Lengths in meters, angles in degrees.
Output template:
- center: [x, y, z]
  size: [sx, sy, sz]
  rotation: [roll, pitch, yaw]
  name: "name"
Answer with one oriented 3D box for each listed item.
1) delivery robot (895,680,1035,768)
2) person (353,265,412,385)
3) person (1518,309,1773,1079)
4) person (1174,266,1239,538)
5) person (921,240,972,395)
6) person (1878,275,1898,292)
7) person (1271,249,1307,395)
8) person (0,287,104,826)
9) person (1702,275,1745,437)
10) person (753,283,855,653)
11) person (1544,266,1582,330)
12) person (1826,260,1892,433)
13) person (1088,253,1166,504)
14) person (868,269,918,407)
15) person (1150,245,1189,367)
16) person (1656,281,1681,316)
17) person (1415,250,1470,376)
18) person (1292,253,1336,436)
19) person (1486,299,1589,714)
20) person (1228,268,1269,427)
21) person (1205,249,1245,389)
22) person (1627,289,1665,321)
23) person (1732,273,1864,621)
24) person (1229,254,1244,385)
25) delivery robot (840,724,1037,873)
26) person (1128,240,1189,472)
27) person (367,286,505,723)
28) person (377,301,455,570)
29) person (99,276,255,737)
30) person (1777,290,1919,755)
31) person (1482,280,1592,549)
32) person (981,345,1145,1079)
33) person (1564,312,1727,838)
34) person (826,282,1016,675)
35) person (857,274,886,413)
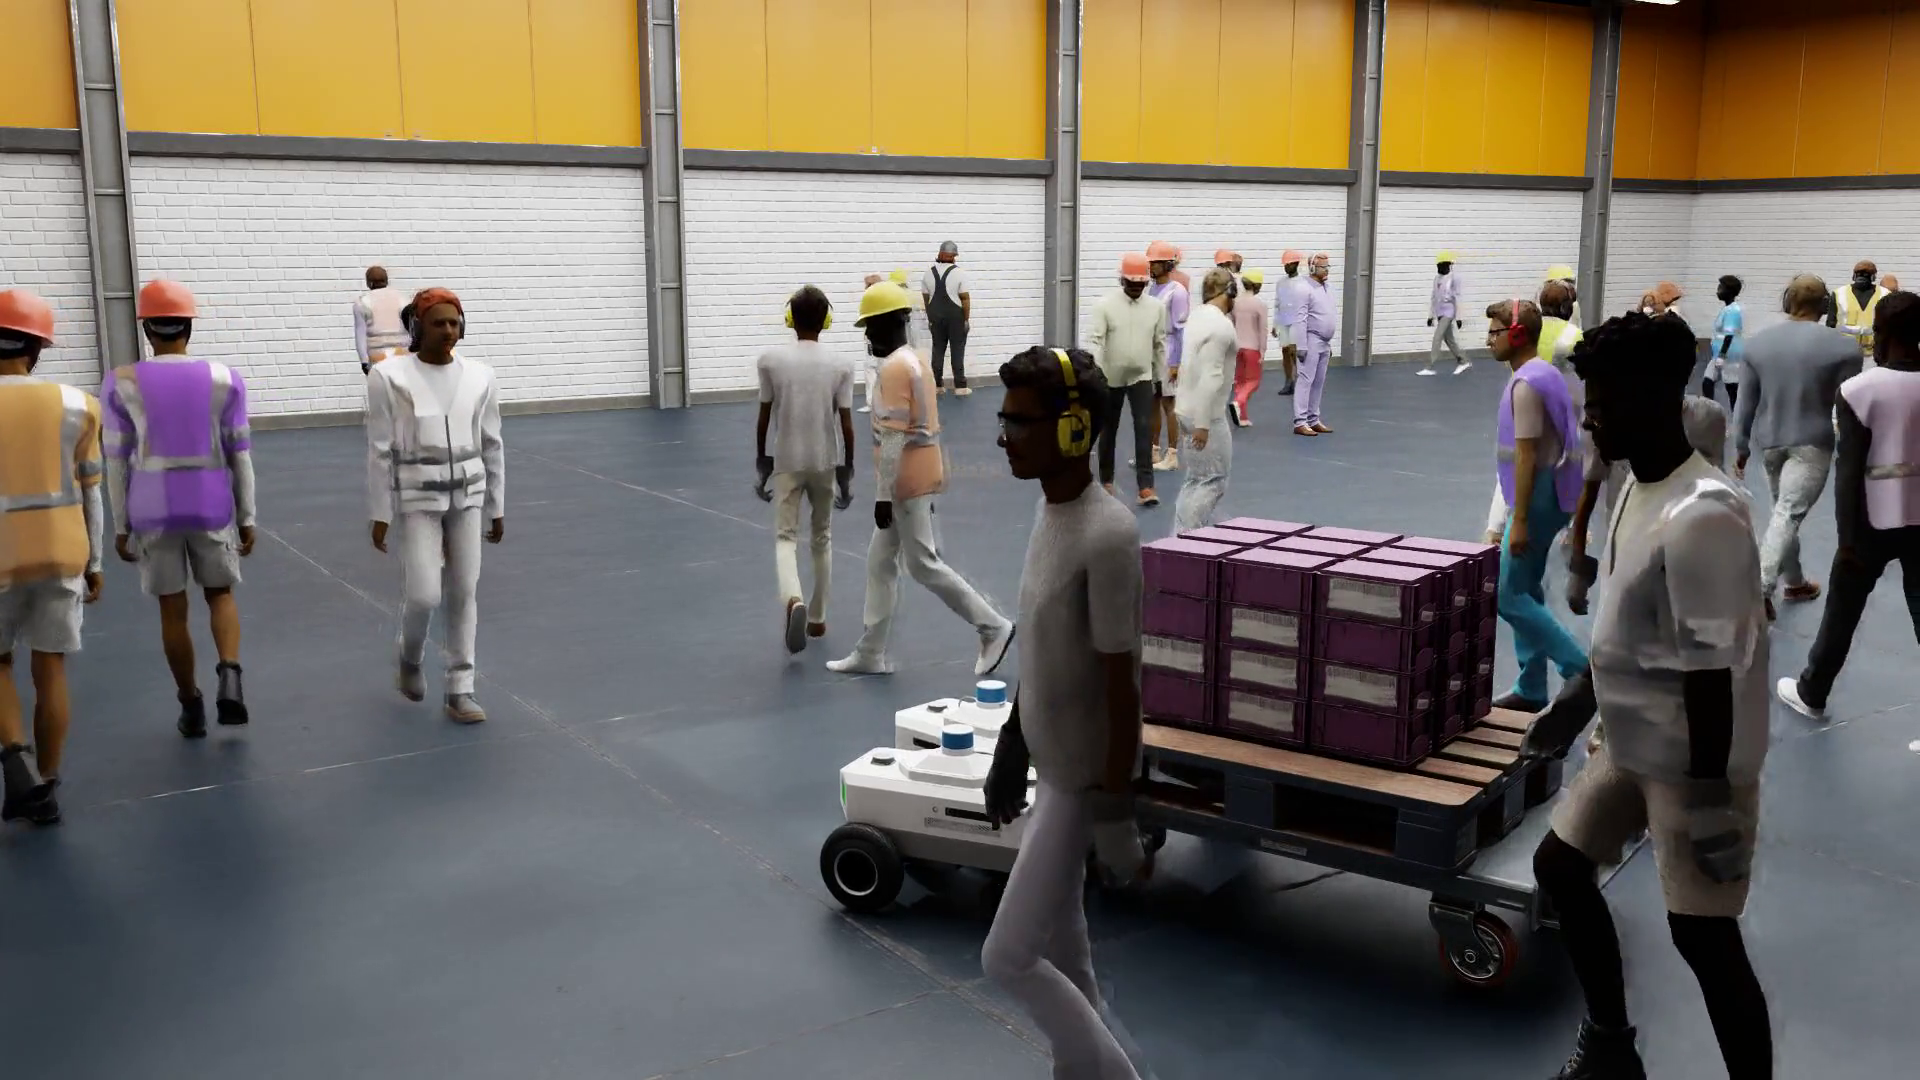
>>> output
- center: [0.105, 0.726, 5.710]
  size: [0.707, 0.478, 0.477]
  rotation: [10, 14, 43]
  name: "delivery robot"
- center: [-5.819, -1.882, 16.890]
  size: [0.615, 1.805, 0.960]
  rotation: [-6, 12, -29]
  name: "person"
- center: [1.563, 0.457, 3.704]
  size: [0.663, 1.918, 0.619]
  rotation: [2, 11, 10]
  name: "person"
- center: [1.514, -0.735, 10.298]
  size: [0.475, 1.896, 0.658]
  rotation: [-2, 10, -9]
  name: "person"
- center: [-0.133, -2.938, 21.981]
  size: [0.679, 2.000, 0.537]
  rotation: [5, 12, 28]
  name: "person"
- center: [11.812, -2.581, 21.248]
  size: [0.506, 1.600, 0.832]
  rotation: [2, 10, 10]
  name: "person"
- center: [4.330, -2.845, 21.806]
  size: [0.556, 1.919, 0.419]
  rotation: [10, 14, 44]
  name: "person"
- center: [-3.279, 0.077, 5.840]
  size: [0.552, 1.907, 0.477]
  rotation: [-8, 13, -36]
  name: "person"
- center: [7.837, -1.902, 17.274]
  size: [0.683, 1.671, 0.553]
  rotation: [3, 11, 15]
  name: "person"
- center: [-0.780, -0.358, 8.358]
  size: [0.521, 1.854, 0.745]
  rotation: [-1, 10, -7]
  name: "person"
- center: [5.720, -1.694, 15.859]
  size: [0.438, 1.793, 0.637]
  rotation: [3, 11, 18]
  name: "person"
- center: [9.190, -1.935, 17.034]
  size: [0.625, 1.840, 0.430]
  rotation: [4, 11, 21]
  name: "person"
- center: [1.302, -1.244, 12.949]
  size: [0.669, 1.938, 0.901]
  rotation: [-1, 10, -7]
  name: "person"
- center: [-0.815, -2.372, 19.824]
  size: [0.866, 1.690, 0.529]
  rotation: [-8, 13, -38]
  name: "person"
- center: [2.943, -3.136, 23.272]
  size: [0.641, 1.966, 0.702]
  rotation: [8, 13, 39]
  name: "person"
- center: [7.739, -2.026, 18.221]
  size: [0.601, 1.621, 0.510]
  rotation: [3, 11, 19]
  name: "person"
- center: [7.354, -3.421, 25.079]
  size: [0.980, 1.885, 0.603]
  rotation: [-3, 11, -15]
  name: "person"
- center: [3.749, -2.056, 17.509]
  size: [0.408, 1.906, 0.654]
  rotation: [8, 13, 38]
  name: "person"
- center: [2.476, -0.122, 7.145]
  size: [0.493, 1.818, 0.581]
  rotation: [5, 11, 23]
  name: "person"
- center: [3.071, -2.067, 18.015]
  size: [0.527, 1.746, 0.583]
  rotation: [9, 13, 39]
  name: "person"
- center: [3.511, -2.936, 22.323]
  size: [0.556, 1.901, 0.815]
  rotation: [7, 12, 33]
  name: "person"
- center: [6.327, -1.497, 15.256]
  size: [0.686, 1.608, 0.505]
  rotation: [-9, 13, -40]
  name: "person"
- center: [4.587, -0.514, 9.150]
  size: [1.049, 1.896, 0.639]
  rotation: [-8, 13, -38]
  name: "person"
- center: [3.858, -3.102, 23.433]
  size: [0.341, 1.840, 0.500]
  rotation: [-9, 14, -41]
  name: "person"
- center: [-0.006, 0.820, 5.194]
  size: [0.707, 0.478, 0.477]
  rotation: [4, 11, 23]
  name: "delivery robot"
- center: [1.764, -1.626, 14.780]
  size: [0.375, 2.044, 0.607]
  rotation: [-6, 12, -29]
  name: "person"
- center: [-2.246, -0.147, 7.145]
  size: [0.605, 1.872, 0.491]
  rotation: [-9, 13, -39]
  name: "person"
- center: [-3.275, -0.617, 10.215]
  size: [0.557, 1.677, 0.526]
  rotation: [-5, 12, -27]
  name: "person"
- center: [-3.189, -0.112, 6.829]
  size: [0.542, 1.923, 0.474]
  rotation: [-6, 12, -30]
  name: "person"
- center: [3.832, -0.081, 6.815]
  size: [0.609, 1.864, 1.023]
  rotation: [0, 10, 0]
  name: "person"
- center: [3.860, -0.813, 11.001]
  size: [0.953, 1.802, 0.619]
  rotation: [-9, 13, -40]
  name: "person"
- center: [0.203, 0.512, 3.578]
  size: [0.374, 1.855, 0.510]
  rotation: [-1, 10, -5]
  name: "person"
- center: [2.498, 0.093, 6.011]
  size: [0.515, 1.816, 0.967]
  rotation: [-1, 10, -5]
  name: "person"
- center: [-0.177, -0.275, 7.860]
  size: [0.874, 1.875, 0.657]
  rotation: [1, 10, 4]
  name: "person"
- center: [-1.014, -2.331, 19.776]
  size: [0.343, 1.638, 0.533]
  rotation: [3, 11, 16]
  name: "person"
